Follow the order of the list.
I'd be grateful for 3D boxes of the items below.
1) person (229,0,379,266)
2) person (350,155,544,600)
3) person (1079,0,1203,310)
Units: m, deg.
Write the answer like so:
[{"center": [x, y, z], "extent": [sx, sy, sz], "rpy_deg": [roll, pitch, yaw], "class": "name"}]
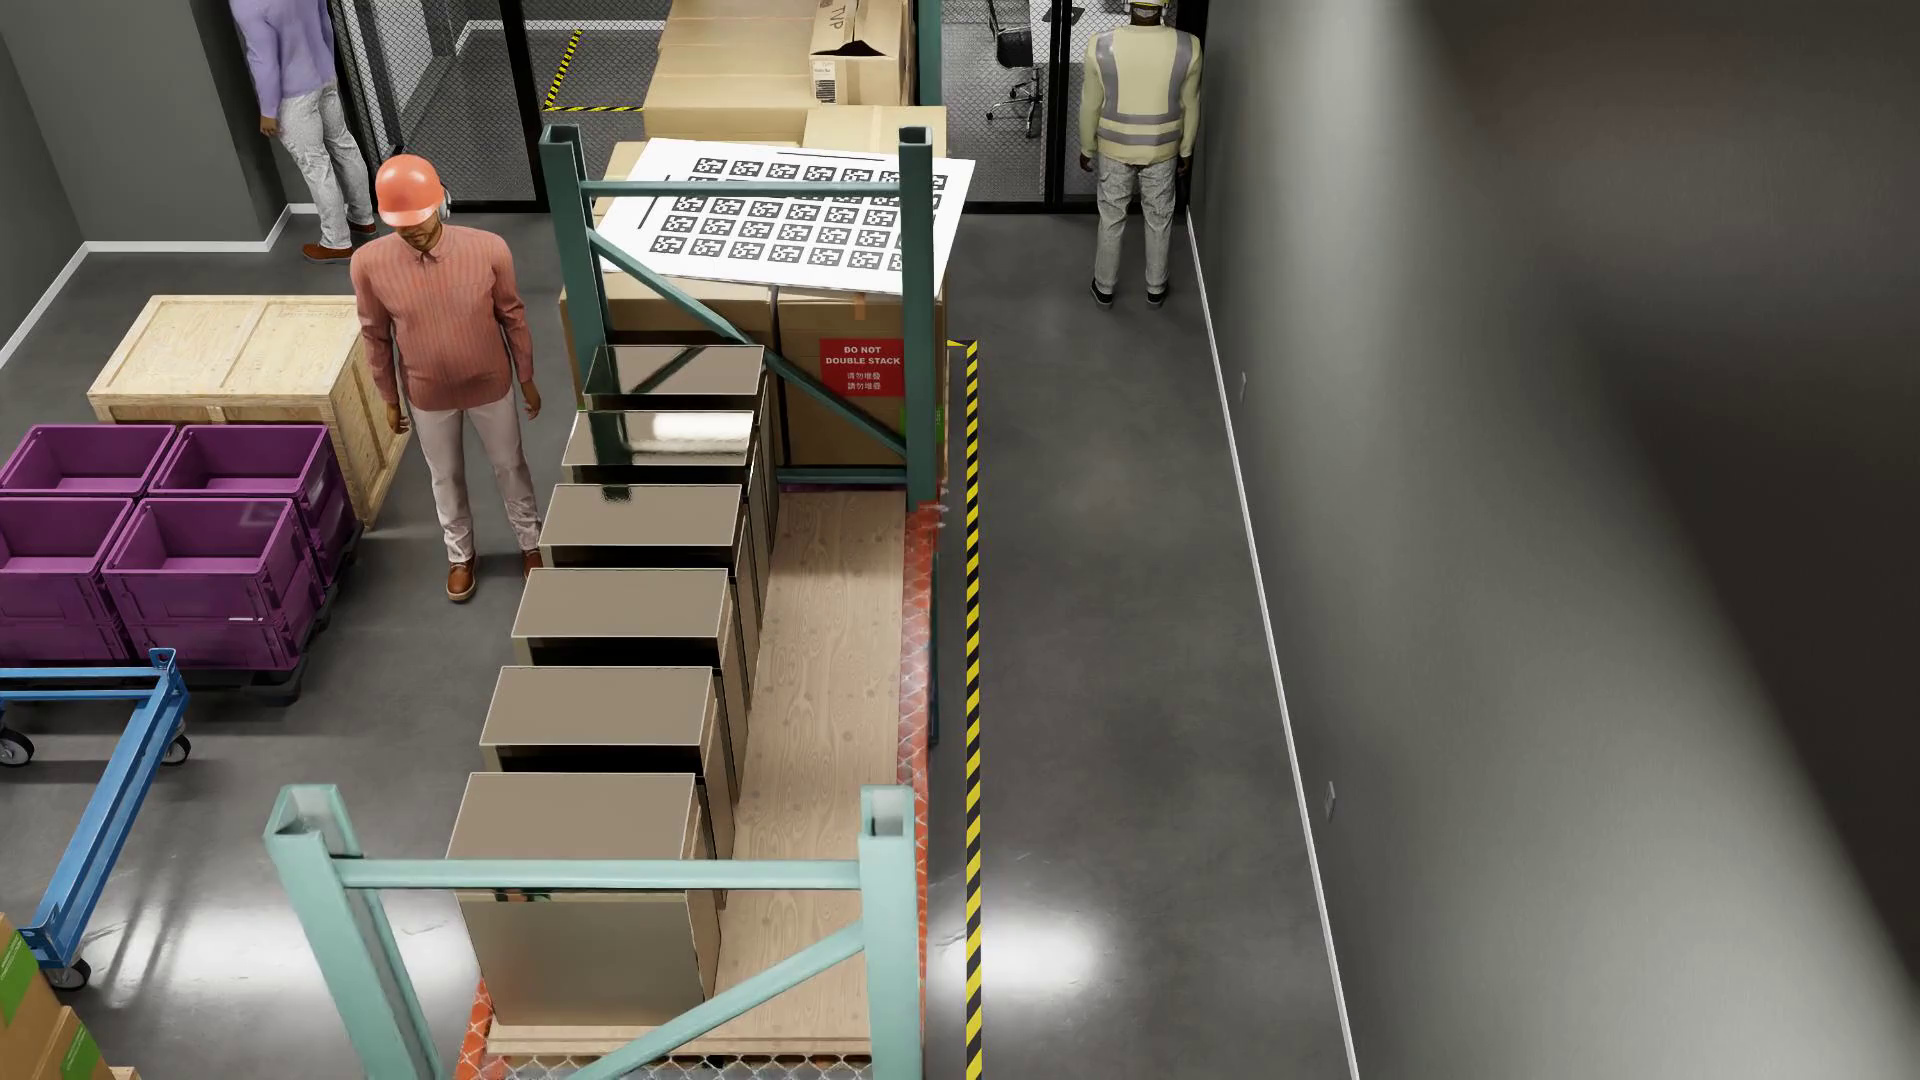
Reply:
[{"center": [-3.402, -2.334, 8.554], "extent": [0.372, 1.940, 0.627], "rpy_deg": [11, 42, 12], "class": "person"}, {"center": [-1.974, -0.611, 6.542], "extent": [0.623, 1.993, 0.385], "rpy_deg": [-10, 42, -11], "class": "person"}, {"center": [0.879, -1.973, 8.220], "extent": [0.588, 1.834, 0.403], "rpy_deg": [2, 41, 2], "class": "person"}]
